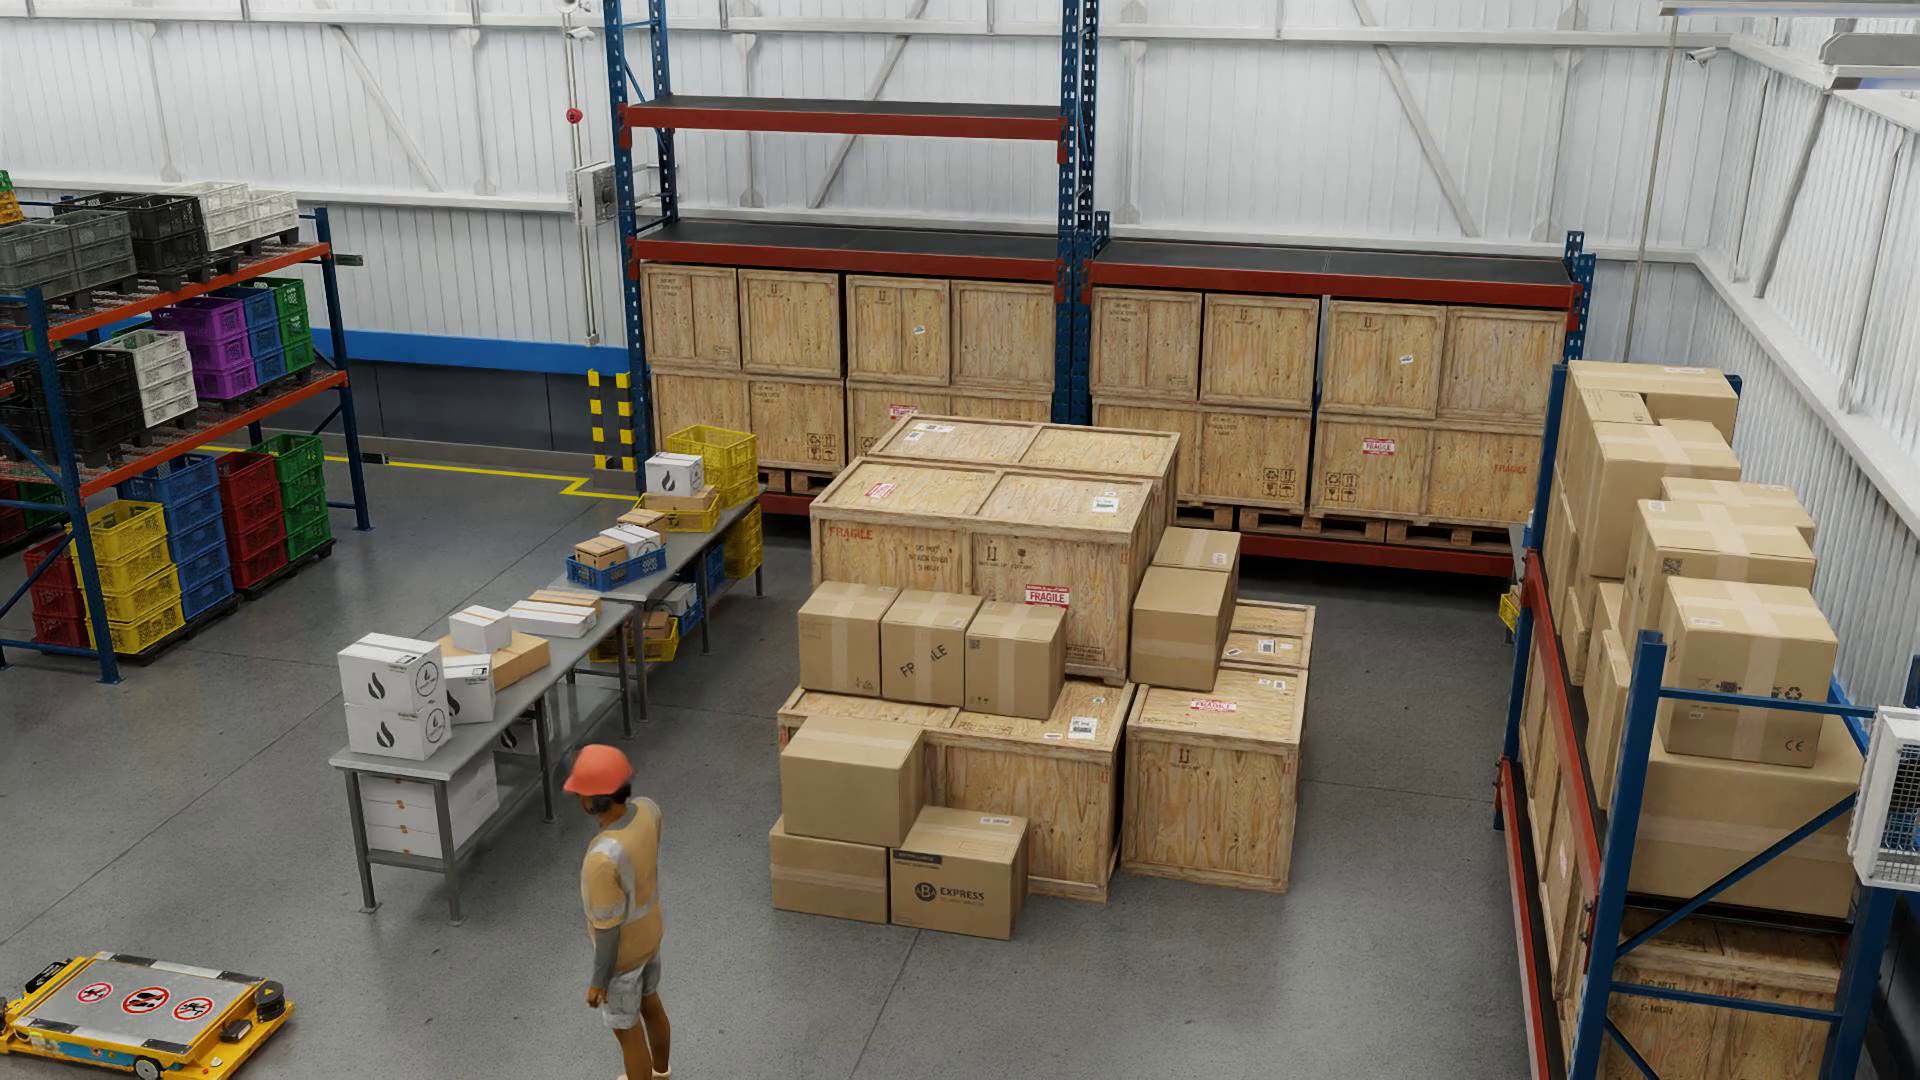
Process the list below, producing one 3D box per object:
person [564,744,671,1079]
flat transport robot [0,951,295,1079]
[{"bbox_3d":[-1.572,1.860,7.698,0.377,2.044,0.604,4,21,11],"label":"person"},{"bbox_3d":[-4.270,2.464,8.601,1.431,0.231,0.659,5,22,13],"label":"flat transport robot"}]
